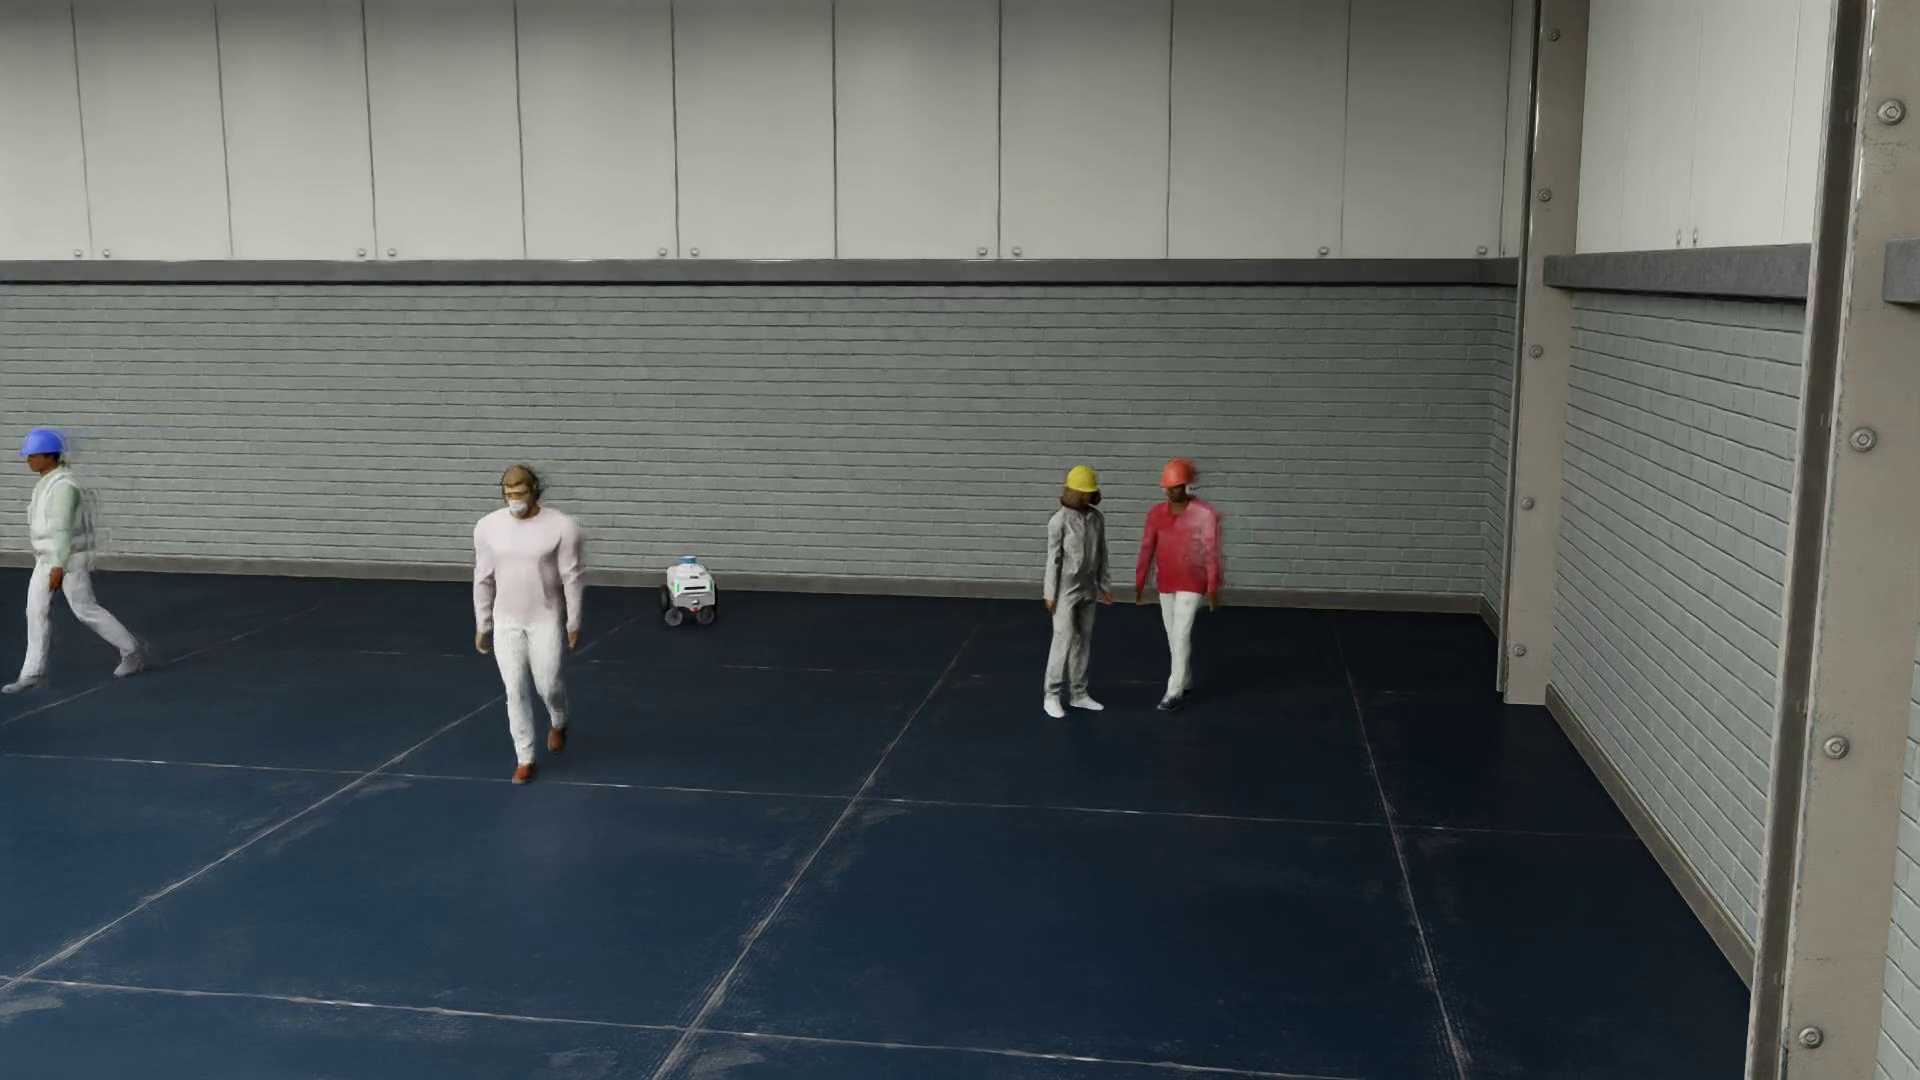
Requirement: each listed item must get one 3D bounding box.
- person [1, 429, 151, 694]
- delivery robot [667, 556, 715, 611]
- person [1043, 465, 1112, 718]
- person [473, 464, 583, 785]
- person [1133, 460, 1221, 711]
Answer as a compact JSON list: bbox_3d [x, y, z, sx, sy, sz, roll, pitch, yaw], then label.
[{"bbox_3d":[-6.487,0.130,12.119,0.597,1.917,0.963,8,12,40],"label":"person"},{"bbox_3d":[-2.340,0.382,14.424,0.477,0.478,0.707,-3,10,-16],"label":"delivery robot"},{"bbox_3d":[0.807,0.344,11.323,0.534,1.730,0.374,-8,12,-41],"label":"person"},{"bbox_3d":[-2.572,0.478,9.972,0.632,1.911,0.569,0,9,-2],"label":"person"},{"bbox_3d":[1.449,0.316,11.521,0.582,1.725,0.722,8,12,40],"label":"person"}]
